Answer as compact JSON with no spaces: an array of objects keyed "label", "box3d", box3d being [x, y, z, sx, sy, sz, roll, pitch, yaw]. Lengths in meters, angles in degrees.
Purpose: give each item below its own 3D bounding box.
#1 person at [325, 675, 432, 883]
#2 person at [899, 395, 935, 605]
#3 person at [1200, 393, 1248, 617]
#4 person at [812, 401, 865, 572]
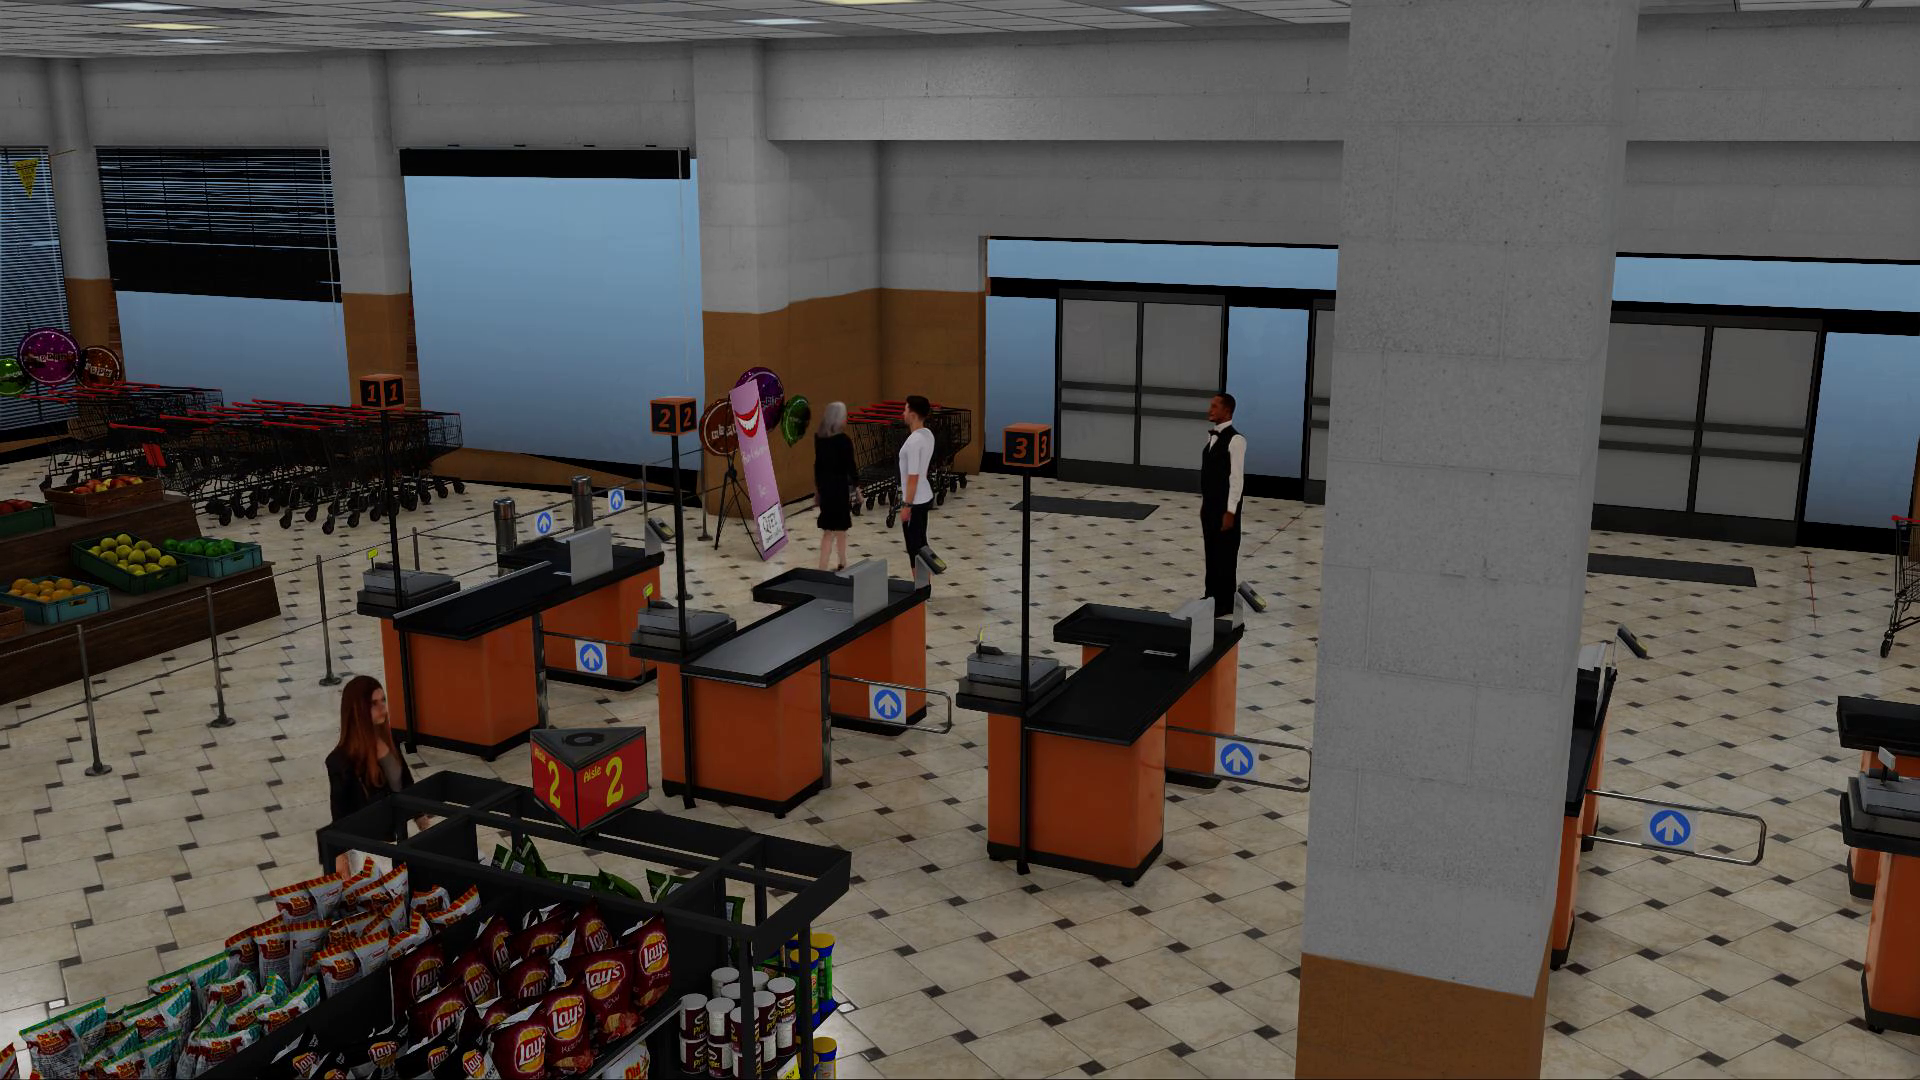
[{"label":"person","box3d":[-2.743,1.435,7.661,0.798,1.660,1.095,3,14,14]},{"label":"person","box3d":[-0.382,-0.359,14.652,0.776,1.852,0.565,3,14,14]},{"label":"person","box3d":[2.258,-0.317,14.334,0.827,1.919,0.769,-5,15,-20]},{"label":"person","box3d":[-1.191,-0.367,14.945,0.866,1.730,0.755,-12,18,-41]}]
